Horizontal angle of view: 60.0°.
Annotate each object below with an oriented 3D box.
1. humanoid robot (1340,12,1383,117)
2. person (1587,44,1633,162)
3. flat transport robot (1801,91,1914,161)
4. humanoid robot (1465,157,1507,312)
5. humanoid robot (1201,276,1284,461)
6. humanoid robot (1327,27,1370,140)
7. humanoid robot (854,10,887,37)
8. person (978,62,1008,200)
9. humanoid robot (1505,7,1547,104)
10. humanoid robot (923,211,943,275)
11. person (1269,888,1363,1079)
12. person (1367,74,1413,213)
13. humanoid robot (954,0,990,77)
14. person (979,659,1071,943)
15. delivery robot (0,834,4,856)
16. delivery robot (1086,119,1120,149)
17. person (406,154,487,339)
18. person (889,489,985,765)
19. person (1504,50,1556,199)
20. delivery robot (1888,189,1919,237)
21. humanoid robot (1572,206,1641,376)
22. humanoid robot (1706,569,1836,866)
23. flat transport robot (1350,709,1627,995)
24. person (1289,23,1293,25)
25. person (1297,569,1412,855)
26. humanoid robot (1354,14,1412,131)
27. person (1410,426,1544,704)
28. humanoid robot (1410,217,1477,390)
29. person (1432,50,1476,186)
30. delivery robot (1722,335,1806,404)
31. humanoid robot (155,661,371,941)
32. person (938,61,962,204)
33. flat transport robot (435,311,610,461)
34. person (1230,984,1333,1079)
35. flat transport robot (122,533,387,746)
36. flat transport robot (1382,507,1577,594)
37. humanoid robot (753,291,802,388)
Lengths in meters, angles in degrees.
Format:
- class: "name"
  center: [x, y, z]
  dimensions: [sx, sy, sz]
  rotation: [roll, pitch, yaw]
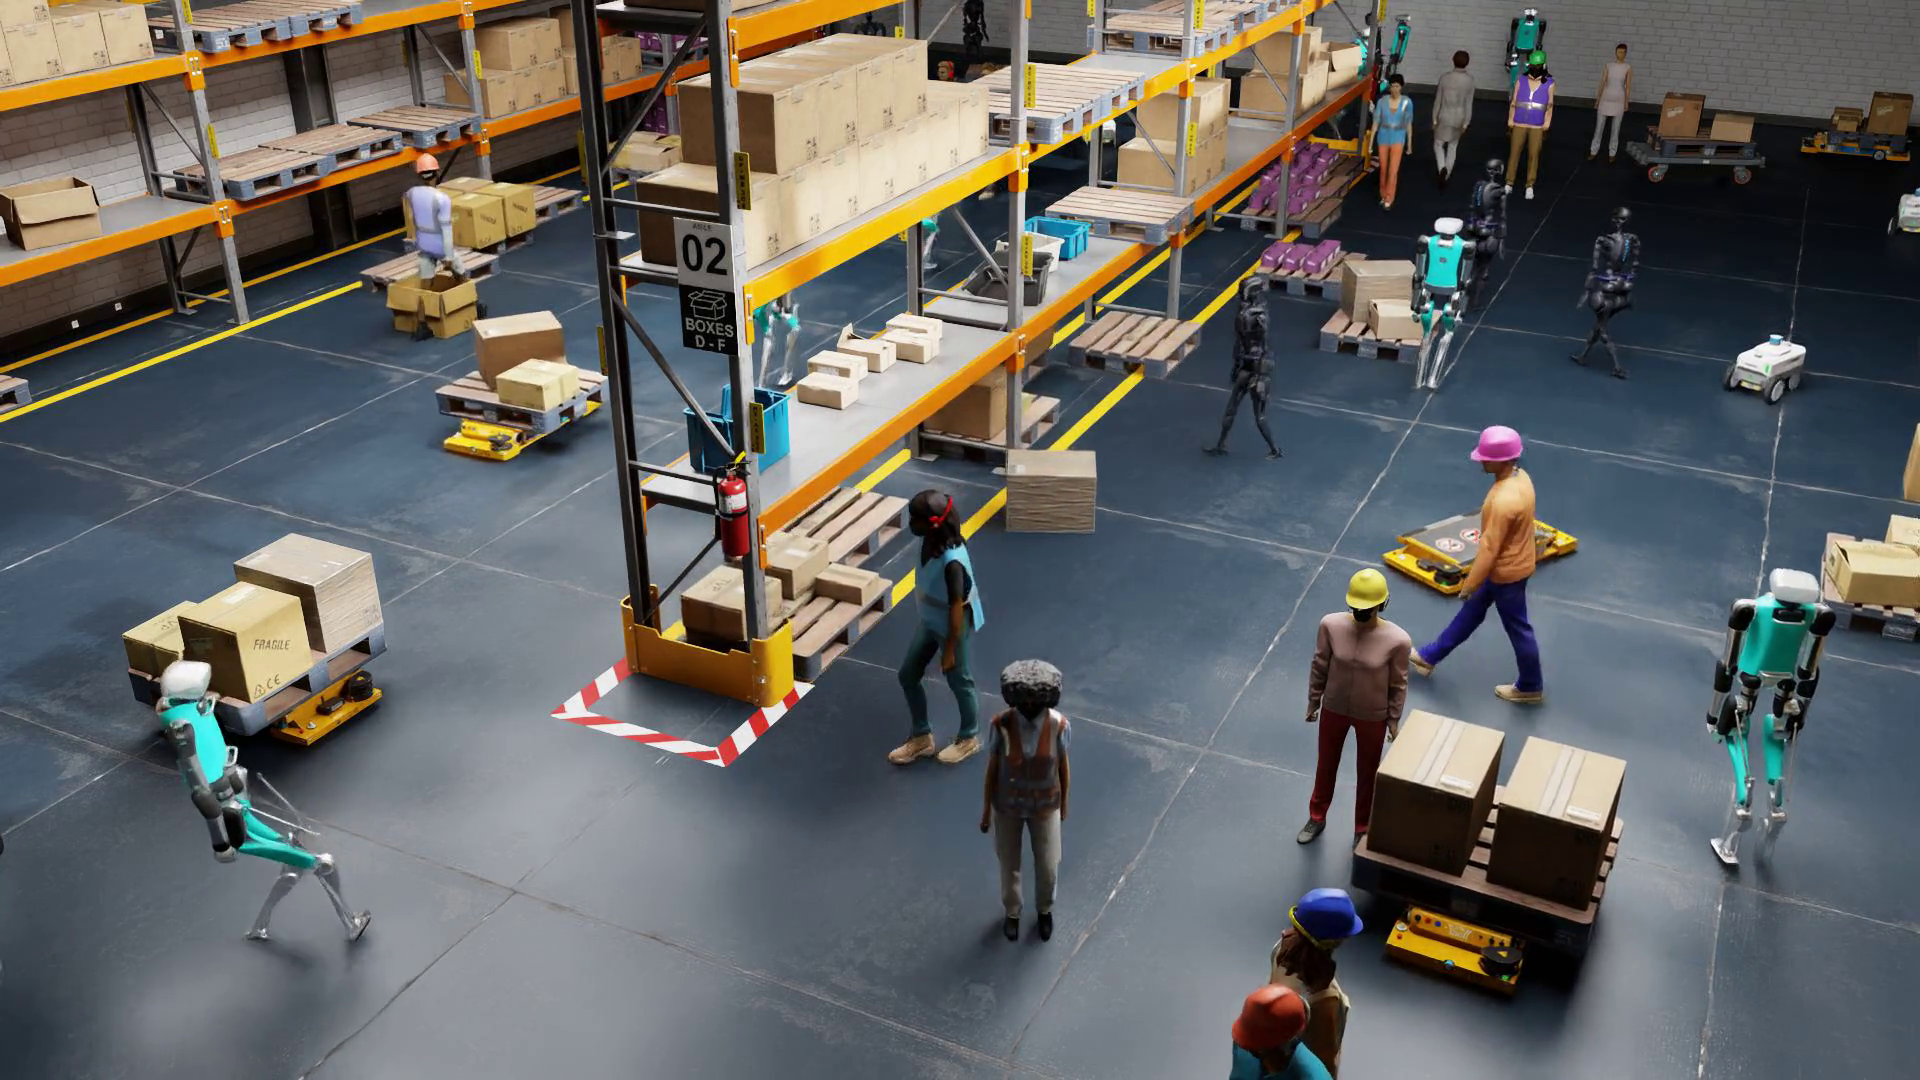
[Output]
- class: "humanoid robot"
  center: [6.486, -7.552, 26.474]
  dimensions: [0.672, 1.637, 0.612]
  rotation: [-7, 27, -14]
- class: "person"
  center: [9.366, -6.274, 23.881]
  dimensions: [0.458, 1.658, 0.275]
  rotation: [12, 29, 23]
- class: "flat transport robot"
  center: [13.185, -5.791, 24.475]
  dimensions: [1.431, 0.231, 0.659]
  rotation: [12, 29, 23]
- class: "humanoid robot"
  center: [5.593, -3.257, 17.762]
  dimensions: [0.373, 1.645, 0.604]
  rotation: [-10, 28, -20]
- class: "humanoid robot"
  center: [2.513, -1.440, 14.169]
  dimensions: [0.698, 1.642, 0.615]
  rotation: [-7, 27, -14]
- class: "humanoid robot"
  center: [5.672, -6.660, 24.693]
  dimensions: [0.788, 1.891, 0.546]
  rotation: [22, 34, 37]
- class: "humanoid robot"
  center: [-1.426, -7.862, 27.073]
  dimensions: [0.597, 1.649, 0.457]
  rotation: [-5, 27, -9]
- class: "person"
  center: [0.493, -5.450, 22.058]
  dimensions: [0.531, 1.811, 0.703]
  rotation: [12, 29, 23]
- class: "humanoid robot"
  center: [9.000, -7.618, 26.609]
  dimensions: [0.554, 1.846, 0.892]
  rotation: [9, 28, 17]
- class: "humanoid robot"
  center: [-0.405, -3.854, 18.904]
  dimensions: [0.867, 1.772, 0.597]
  rotation: [-12, 29, -23]
- class: "person"
  center: [1.397, 2.139, 6.755]
  dimensions: [0.321, 1.776, 0.481]
  rotation: [-6, 27, -12]
- class: "person"
  center: [5.528, -5.094, 21.412]
  dimensions: [0.533, 1.728, 0.881]
  rotation: [11, 28, 20]
- class: "humanoid robot"
  center: [0.209, -8.939, 29.274]
  dimensions: [0.636, 1.636, 0.603]
  rotation: [21, 33, 36]
- class: "person"
  center: [0.326, 1.352, 8.465]
  dimensions: [0.449, 1.677, 0.405]
  rotation: [2, 26, 4]
- class: "delivery robot"
  center: [-5.789, 1.589, 9.214]
  dimensions: [0.739, 0.566, 0.499]
  rotation: [12, 29, 23]
- class: "delivery robot"
  center: [2.126, -6.161, 24.920]
  dimensions: [0.499, 0.613, 0.784]
  rotation: [-1, 26, -2]
- class: "person"
  center: [-5.370, -3.049, 17.146]
  dimensions: [0.537, 1.855, 1.035]
  rotation: [8, 28, 17]
- class: "person"
  center: [-0.160, 0.557, 9.869]
  dimensions: [0.704, 1.843, 0.581]
  rotation: [-13, 29, -25]
- class: "person"
  center: [7.541, -5.512, 22.039]
  dimensions: [0.544, 1.930, 0.400]
  rotation: [12, 29, 23]
- class: "delivery robot"
  center: [11.825, -4.027, 20.605]
  dimensions: [0.499, 0.608, 0.793]
  rotation: [12, 29, 23]
- class: "humanoid robot"
  center: [6.299, -2.401, 16.112]
  dimensions: [0.607, 1.640, 0.663]
  rotation: [-9, 28, -17]
- class: "humanoid robot"
  center: [4.355, 1.091, 8.976]
  dimensions: [0.542, 1.850, 0.669]
  rotation: [2, 26, 4]
- class: "flat transport robot"
  center: [2.827, 1.868, 9.004]
  dimensions: [0.659, 0.231, 1.431]
  rotation: [14, 29, 26]
- class: "person"
  center: [5.568, -8.424, 27.998]
  dimensions: [0.854, 1.867, 0.649]
  rotation: [11, 28, 21]
- class: "person"
  center: [2.170, 0.950, 9.171]
  dimensions: [0.531, 1.767, 0.309]
  rotation: [12, 29, 23]
- class: "humanoid robot"
  center: [6.472, -7.196, 25.766]
  dimensions: [0.860, 1.855, 0.553]
  rotation: [7, 27, 15]
- class: "person"
  center: [3.345, 0.160, 10.585]
  dimensions: [1.049, 1.915, 0.548]
  rotation: [9, 28, 18]
- class: "humanoid robot"
  center: [4.515, -2.183, 15.606]
  dimensions: [0.543, 1.825, 0.791]
  rotation: [11, 28, 21]
- class: "person"
  center: [6.665, -5.689, 22.532]
  dimensions: [0.521, 1.819, 0.605]
  rotation: [4, 27, 7]
- class: "delivery robot"
  center: [7.673, -1.645, 15.779]
  dimensions: [0.797, 0.595, 0.499]
  rotation: [-18, 32, -33]
- class: "humanoid robot"
  center: [-3.435, 1.367, 8.407]
  dimensions: [0.895, 1.799, 0.567]
  rotation: [-7, 27, -13]
- class: "person"
  center: [-0.149, -5.344, 21.795]
  dimensions: [0.385, 1.845, 0.569]
  rotation: [-23, 34, -38]
- class: "flat transport robot"
  center: [-3.930, -1.096, 14.992]
  dimensions: [0.659, 0.231, 1.431]
  rotation: [11, 28, 21]
- class: "person"
  center: [1.196, 2.371, 6.348]
  dimensions: [0.470, 1.727, 0.575]
  rotation: [-13, 29, -24]
- class: "flat transport robot"
  center: [-4.555, 0.952, 10.855]
  dimensions: [1.431, 0.231, 0.659]
  rotation: [12, 29, 23]
- class: "flat transport robot"
  center: [3.977, 0.045, 12.688]
  dimensions: [1.431, 0.231, 0.659]
  rotation: [-16, 30, -29]
- class: "humanoid robot"
  center: [-1.725, -2.266, 15.731]
  dimensions: [0.542, 1.805, 0.788]
  rotation: [11, 28, 21]
